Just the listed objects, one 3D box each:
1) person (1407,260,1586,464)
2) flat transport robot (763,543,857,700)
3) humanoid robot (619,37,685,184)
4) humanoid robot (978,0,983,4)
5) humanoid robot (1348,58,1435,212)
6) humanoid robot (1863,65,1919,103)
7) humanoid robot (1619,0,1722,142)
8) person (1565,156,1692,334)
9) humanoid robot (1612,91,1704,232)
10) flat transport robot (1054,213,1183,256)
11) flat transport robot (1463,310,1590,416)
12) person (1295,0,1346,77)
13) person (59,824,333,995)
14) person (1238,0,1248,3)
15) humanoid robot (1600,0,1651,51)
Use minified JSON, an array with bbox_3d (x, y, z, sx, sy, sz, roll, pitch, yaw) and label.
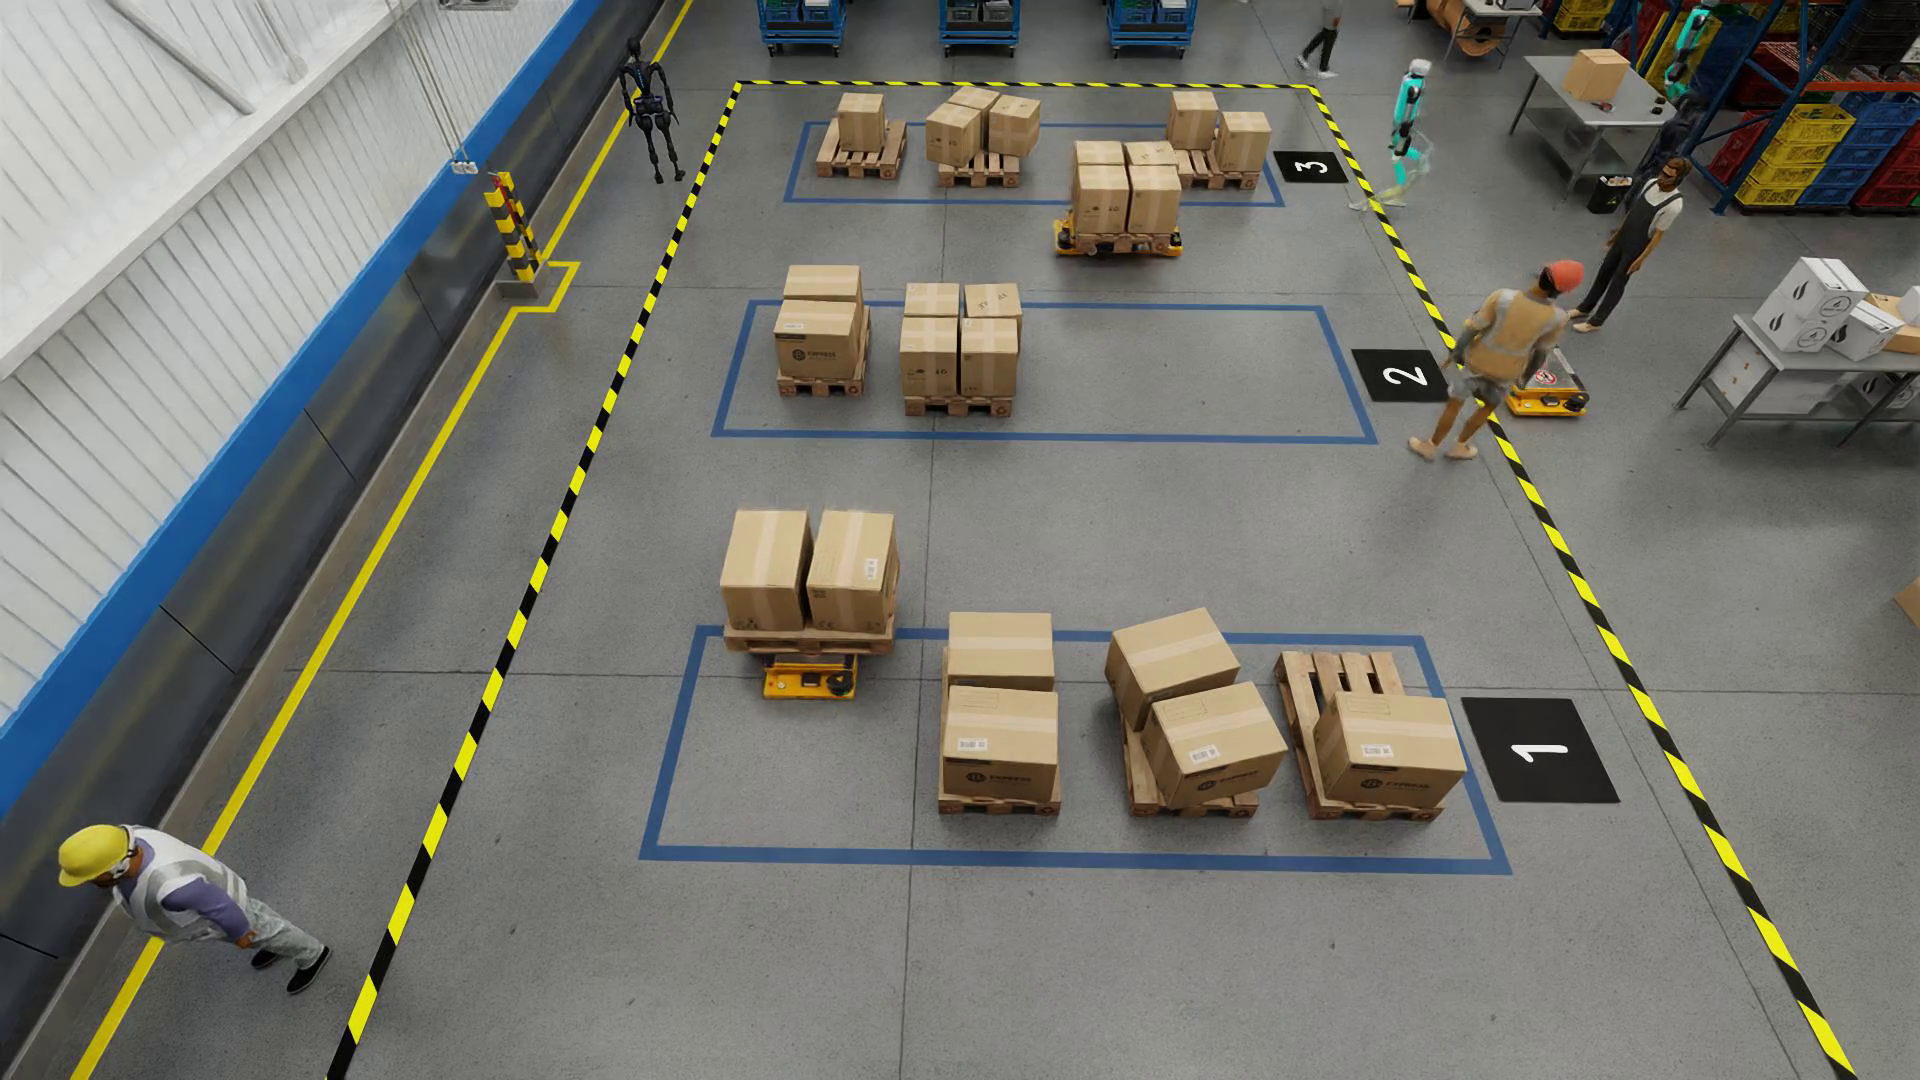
[{"bbox_3d":[4.436,-1.434,7.642,0.682,1.992,0.479,22,53,18],"label":"person"},{"bbox_3d":[-1.081,0.558,7.032,0.652,0.197,1.431,1,49,1],"label":"flat transport robot"},{"bbox_3d":[-3.737,-5.170,11.065,0.599,1.659,0.315,-7,50,-6],"label":"humanoid robot"},{"bbox_3d":[0.366,-8.919,14.358,0.739,1.645,0.611,-14,50,-11],"label":"humanoid robot"},{"bbox_3d":[5.163,-4.547,10.505,0.922,1.763,0.536,9,50,8],"label":"humanoid robot"},{"bbox_3d":[13.096,-6.750,12.403,0.539,1.738,1.007,-3,49,-2],"label":"humanoid robot"},{"bbox_3d":[9.416,-5.985,11.784,0.972,1.806,0.532,21,52,18],"label":"humanoid robot"},{"bbox_3d":[6.565,-2.865,8.978,0.336,1.840,0.502,-2,49,-2],"label":"person"},{"bbox_3d":[7.720,-4.098,10.147,0.356,1.643,0.593,18,52,15],"label":"humanoid robot"},{"bbox_3d":[1.824,-3.559,10.595,1.431,0.197,0.652,1,49,1],"label":"flat transport robot"},{"bbox_3d":[5.573,-1.757,9.054,0.659,0.231,1.431,1,49,1],"label":"flat transport robot"},{"bbox_3d":[5.348,-7.587,13.065,0.617,1.837,0.616,4,49,3],"label":"person"},{"bbox_3d":[-3.972,1.939,4.820,0.591,1.832,0.404,24,53,19],"label":"person"},{"bbox_3d":[4.915,-9.847,15.079,0.486,1.746,0.287,-24,53,-20],"label":"person"},{"bbox_3d":[10.229,-8.079,13.616,0.831,1.872,0.551,12,50,11],"label":"humanoid robot"}]
